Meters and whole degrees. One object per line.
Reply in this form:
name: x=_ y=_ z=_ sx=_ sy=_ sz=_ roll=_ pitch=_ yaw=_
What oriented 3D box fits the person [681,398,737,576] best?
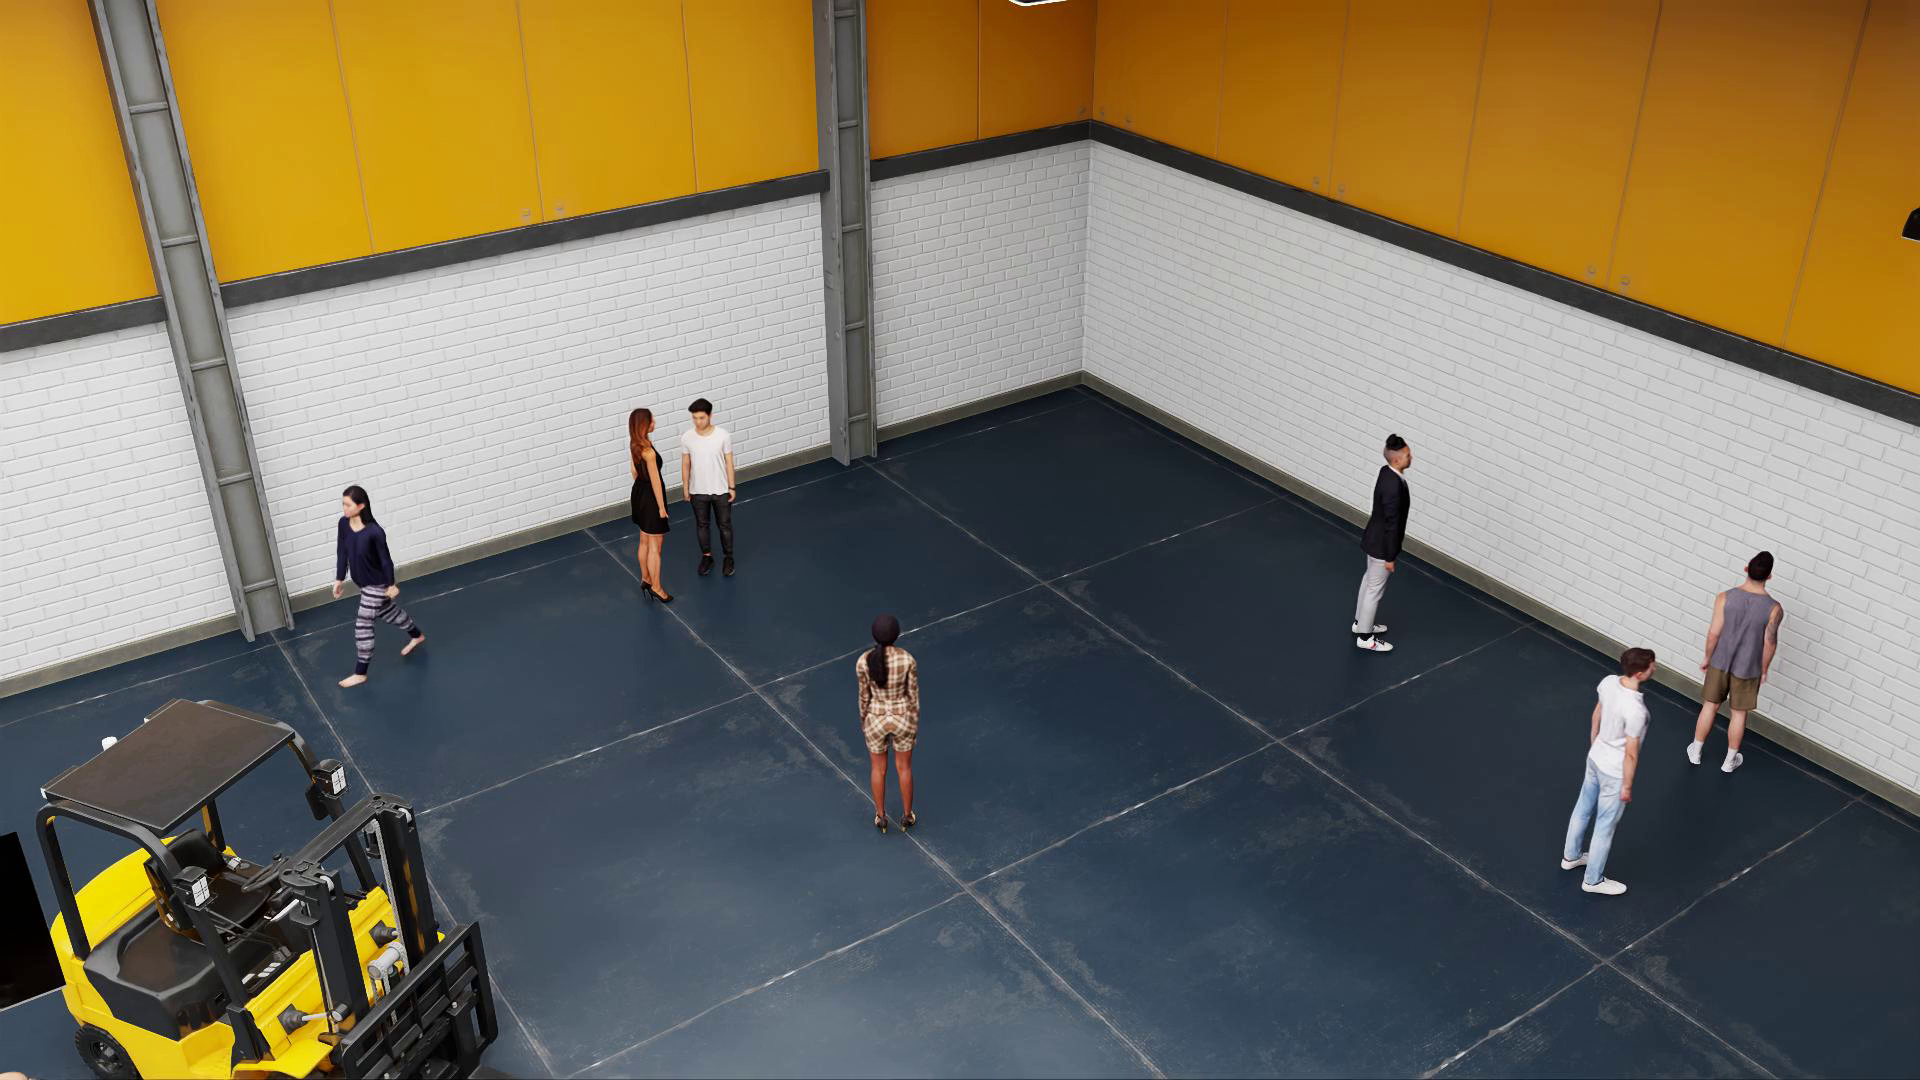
person: x=-2.246 y=-0.497 z=14.984 sx=0.679 sy=1.716 sz=0.771 roll=1 pitch=29 yaw=2

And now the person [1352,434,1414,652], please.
person: x=3.527 y=-0.014 z=13.856 sx=0.835 sy=1.949 sz=0.783 roll=4 pitch=29 yaw=7

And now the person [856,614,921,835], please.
person: x=-0.490 y=1.294 z=11.618 sx=0.661 sy=1.794 sz=0.741 roll=1 pitch=29 yaw=2

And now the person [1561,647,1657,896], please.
person: x=4.358 y=1.517 z=11.151 sx=0.710 sy=1.850 sz=0.724 roll=-4 pitch=29 yaw=-7

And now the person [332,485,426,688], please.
person: x=-4.740 y=0.299 z=13.555 sx=0.851 sy=1.685 sz=1.174 roll=18 pitch=34 yaw=30

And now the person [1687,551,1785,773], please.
person: x=5.754 y=0.908 z=12.341 sx=0.713 sy=1.847 sz=0.717 roll=17 pitch=33 yaw=28

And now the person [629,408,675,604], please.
person: x=-2.709 y=-0.302 z=14.503 sx=0.509 sy=1.834 sz=0.568 roll=-19 pitch=34 yaw=-30
